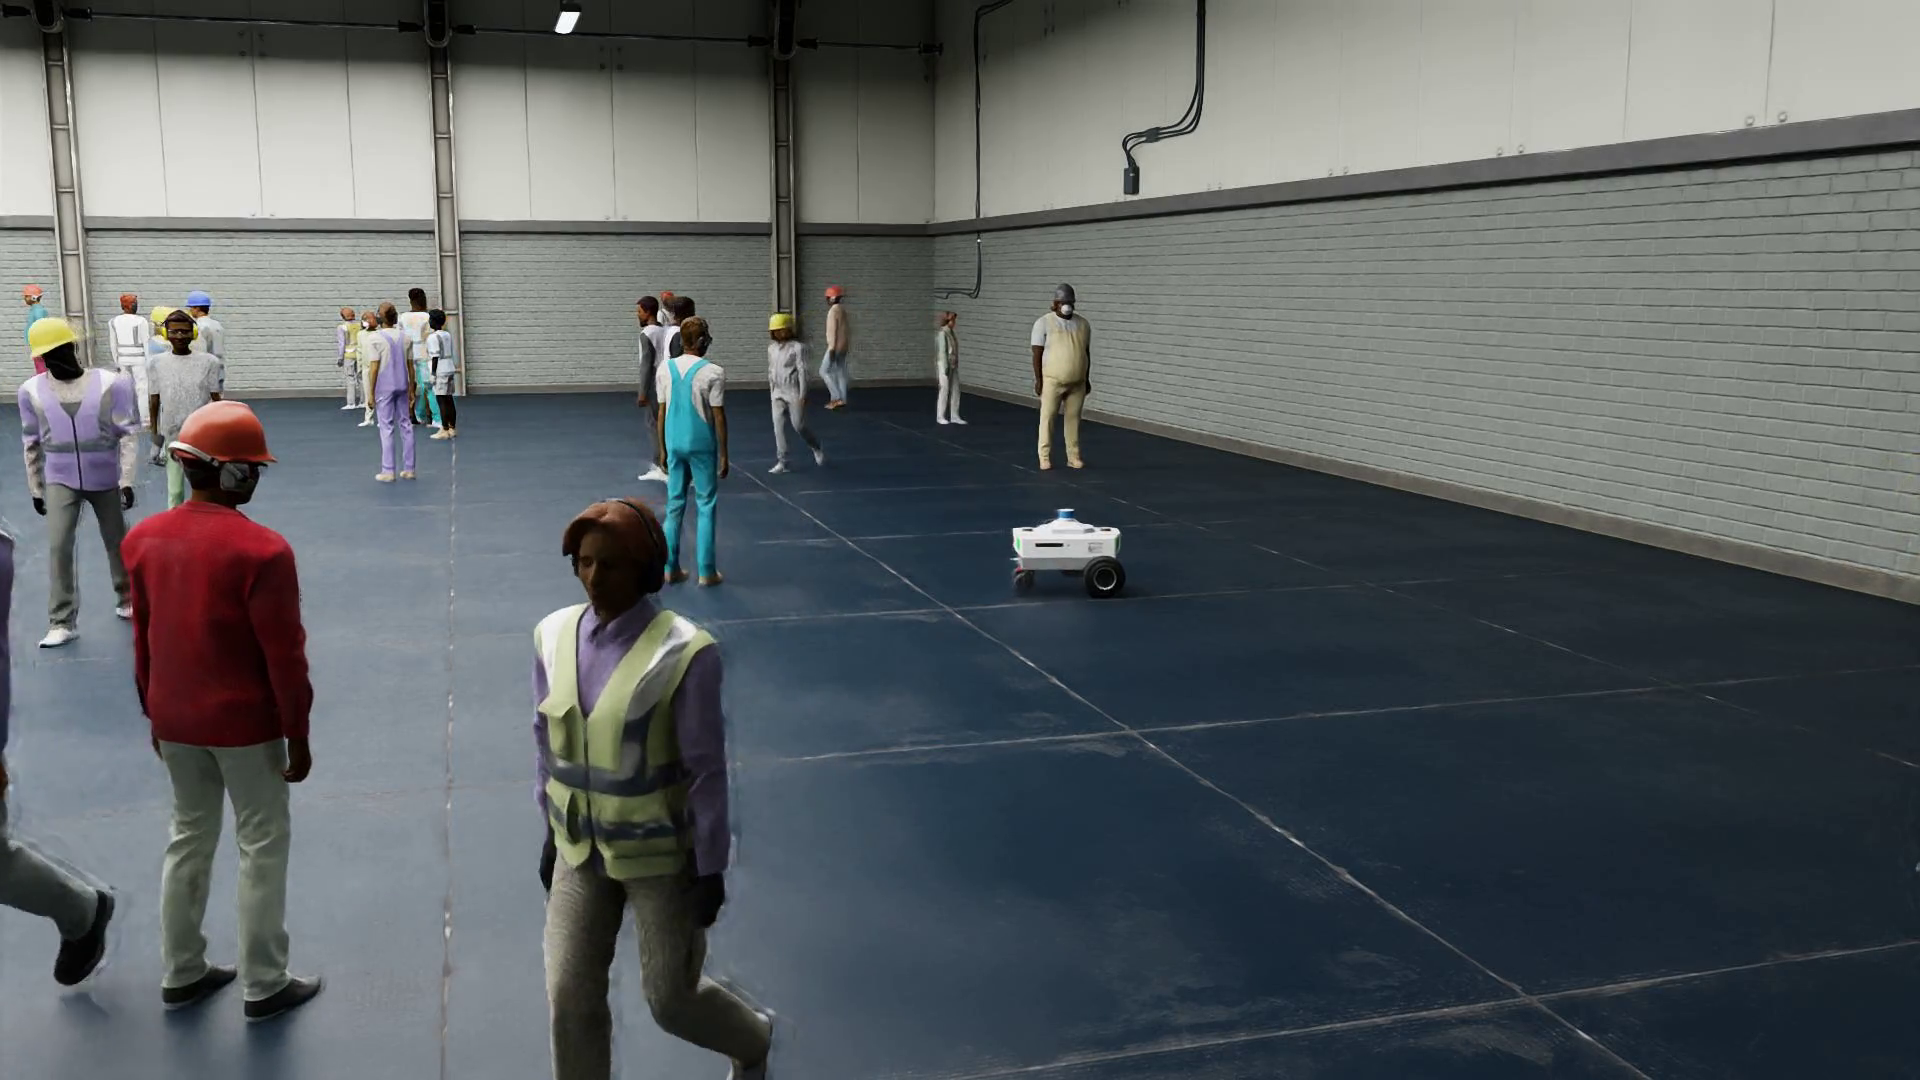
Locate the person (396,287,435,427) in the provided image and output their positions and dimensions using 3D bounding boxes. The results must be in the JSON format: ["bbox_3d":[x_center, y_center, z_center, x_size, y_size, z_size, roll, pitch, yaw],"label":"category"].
[{"bbox_3d":[-7.610,-2.565,23.408,0.605,1.966,0.367,1,9,9],"label":"person"}]

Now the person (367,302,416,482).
[{"bbox_3d":[-5.844,-1.516,17.099,0.328,1.844,0.517,8,12,40],"label":"person"}]

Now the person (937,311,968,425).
[{"bbox_3d":[-0.139,-2.457,23.813,0.413,1.633,0.546,3,9,19],"label":"person"}]

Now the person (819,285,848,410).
[{"bbox_3d":[-2.005,-3.045,26.423,0.478,1.978,0.655,3,9,17],"label":"person"}]

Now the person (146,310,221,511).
[{"bbox_3d":[-5.584,-0.728,12.027,0.505,1.864,0.332,-4,10,-22],"label":"person"}]

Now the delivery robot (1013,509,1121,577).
[{"bbox_3d":[0.701,0.036,11.000,0.707,0.478,0.477,0,9,-1],"label":"delivery robot"}]

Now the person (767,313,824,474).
[{"bbox_3d":[-1.806,-1.590,17.965,0.537,1.708,0.703,6,11,33],"label":"person"}]

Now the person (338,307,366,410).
[{"bbox_3d":[-9.720,-2.898,26.576,0.311,1.639,0.512,4,10,26],"label":"person"}]

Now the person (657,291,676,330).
[{"bbox_3d":[-4.728,-3.073,26.915,0.354,1.883,0.573,1,9,9],"label":"person"}]

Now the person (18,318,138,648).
[{"bbox_3d":[-5.096,-0.358,9.682,0.604,1.879,0.821,-4,10,-21],"label":"person"}]

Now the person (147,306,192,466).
[{"bbox_3d":[-8.628,-1.677,18.295,0.855,1.803,0.589,1,9,9],"label":"person"}]

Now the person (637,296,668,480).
[{"bbox_3d":[-3.153,-1.580,17.330,0.390,1.910,0.594,1,9,9],"label":"person"}]

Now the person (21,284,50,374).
[{"bbox_3d":[-14.541,-3.023,26.242,0.377,1.995,0.608,-6,11,-33],"label":"person"}]

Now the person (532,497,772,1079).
[{"bbox_3d":[-0.711,0.690,3.773,0.532,1.611,0.695,5,10,28],"label":"person"}]

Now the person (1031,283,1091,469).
[{"bbox_3d":[1.148,-1.786,18.199,0.688,2.000,0.536,-3,9,-18],"label":"person"}]

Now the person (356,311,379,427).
[{"bbox_3d":[-8.280,-2.408,23.463,0.501,1.633,0.283,3,9,16],"label":"person"}]

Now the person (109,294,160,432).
[{"bbox_3d":[-11.233,-2.398,22.615,0.575,1.882,0.355,1,9,7],"label":"person"}]

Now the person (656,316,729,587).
[{"bbox_3d":[-1.807,-0.591,11.247,0.522,1.833,0.339,3,9,18],"label":"person"}]

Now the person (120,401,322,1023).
[{"bbox_3d":[-2.057,0.481,4.696,0.578,1.738,0.352,3,9,19],"label":"person"}]

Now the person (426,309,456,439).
[{"bbox_3d":[-6.753,-2.154,21.636,0.322,1.697,0.533,1,9,7],"label":"person"}]

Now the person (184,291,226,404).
[{"bbox_3d":[-8.643,-1.878,19.086,0.404,1.945,0.615,0,9,0],"label":"person"}]

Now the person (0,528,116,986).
[{"bbox_3d":[-2.731,0.486,4.489,0.593,1.798,0.802,3,9,16],"label":"person"}]

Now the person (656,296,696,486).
[{"bbox_3d":[-2.750,-1.468,16.587,0.479,1.907,0.657,-1,9,-8],"label":"person"}]
